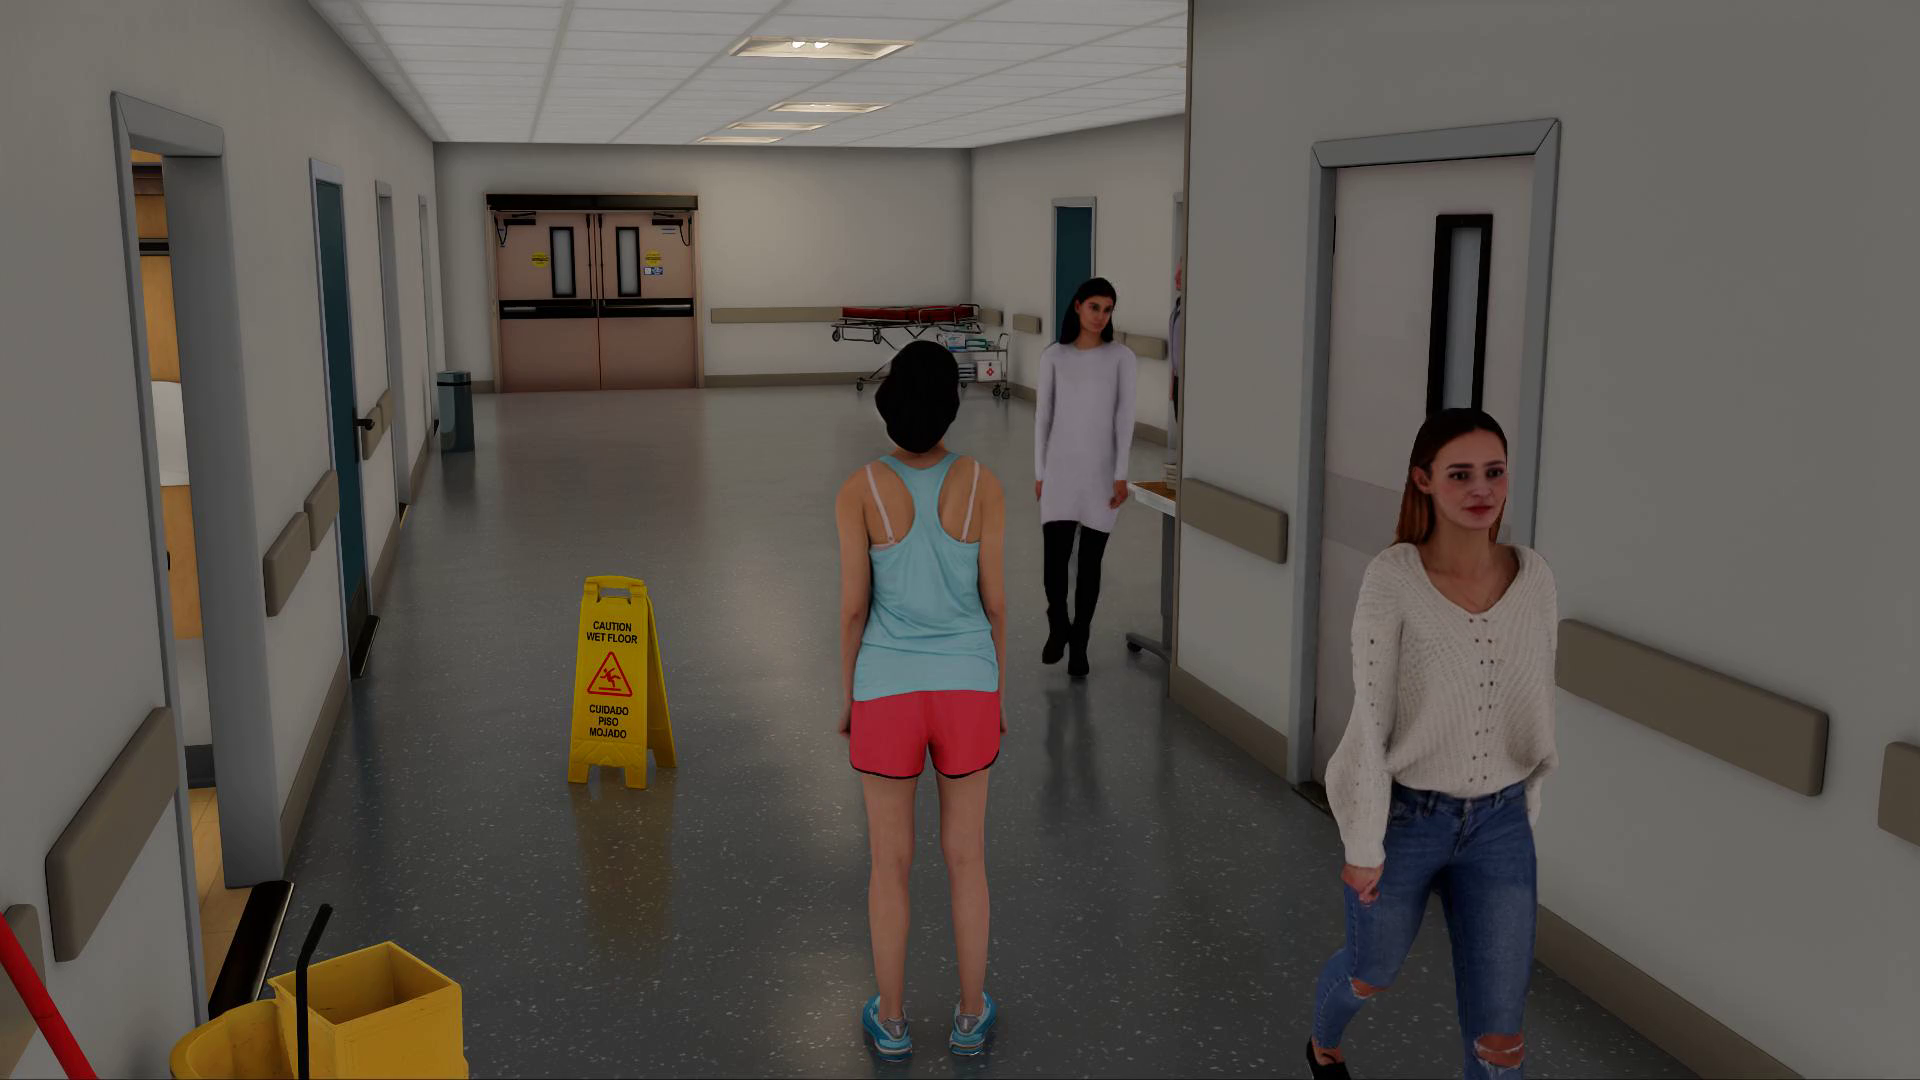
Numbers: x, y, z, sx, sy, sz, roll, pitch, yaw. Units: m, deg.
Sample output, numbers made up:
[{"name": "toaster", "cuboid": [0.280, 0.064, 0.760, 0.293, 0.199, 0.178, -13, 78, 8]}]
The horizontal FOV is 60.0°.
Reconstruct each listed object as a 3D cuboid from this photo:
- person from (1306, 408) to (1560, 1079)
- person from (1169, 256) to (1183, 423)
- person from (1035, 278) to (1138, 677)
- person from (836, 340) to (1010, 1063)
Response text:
[{"name": "person", "cuboid": [0.915, 0.584, 3.372, 0.719, 1.649, 1.162, -1, 11, -8]}, {"name": "person", "cuboid": [1.685, -1.122, 11.893, 0.734, 1.823, 0.483, -3, 11, -16]}, {"name": "person", "cuboid": [0.594, -0.271, 7.510, 0.711, 1.785, 0.736, 2, 11, 12]}, {"name": "person", "cuboid": [-0.084, 0.395, 4.055, 0.619, 1.765, 0.630, -1, 11, -5]}]
